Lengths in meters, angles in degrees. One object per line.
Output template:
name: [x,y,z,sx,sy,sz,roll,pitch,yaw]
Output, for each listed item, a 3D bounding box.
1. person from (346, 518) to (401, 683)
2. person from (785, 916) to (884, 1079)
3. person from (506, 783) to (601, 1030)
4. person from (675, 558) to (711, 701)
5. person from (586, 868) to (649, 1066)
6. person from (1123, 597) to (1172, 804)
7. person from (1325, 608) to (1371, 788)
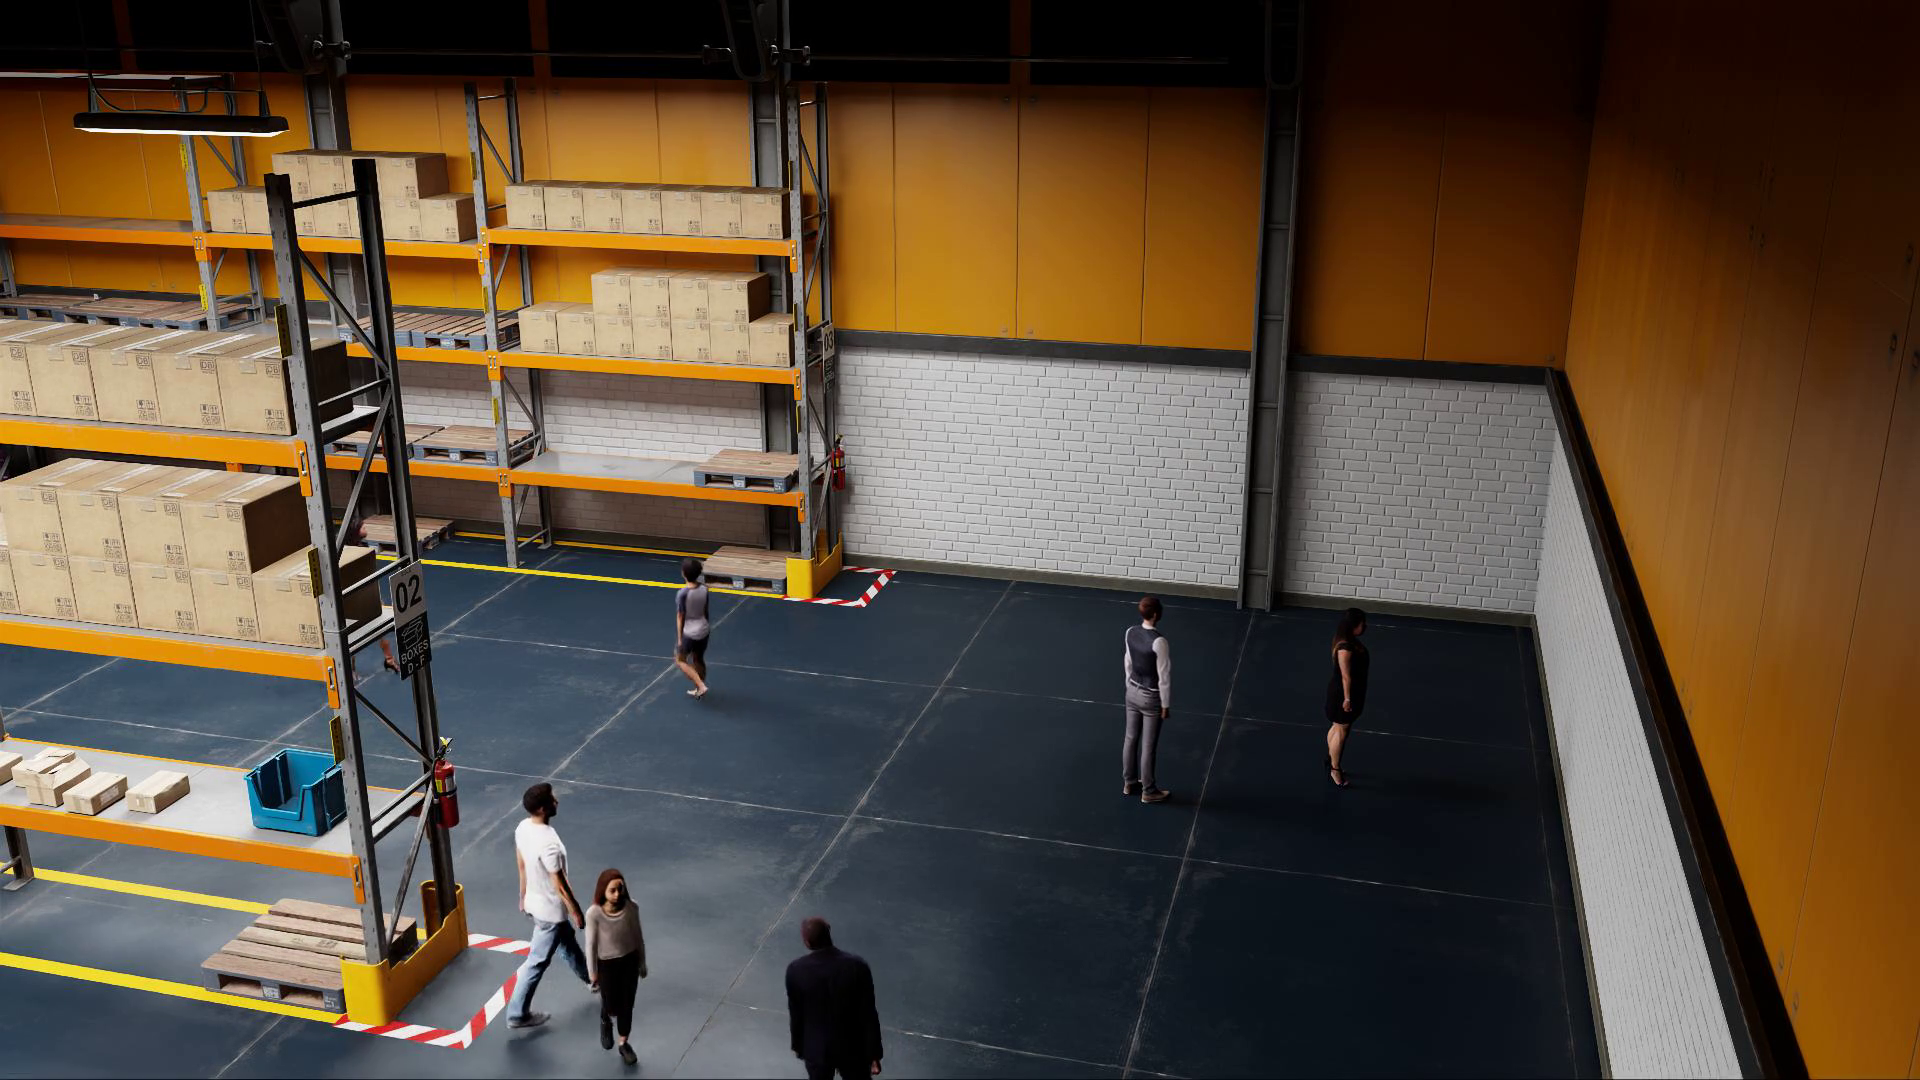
person: [-6.338,0.664,17.517,0.994,1.791,0.898,-7,20,-21]
person: [-0.730,3.153,10.134,0.625,1.786,0.966,6,20,17]
person: [-2.978,2.618,11.688,1.219,1.808,1.201,-12,22,-32]
person: [-2.698,0.947,17.055,0.770,1.549,0.708,16,24,39]
person: [-2.383,2.881,11.425,0.711,1.478,0.772,-12,22,-31]
person: [1.682,1.415,15.058,0.804,1.938,0.712,-14,23,-36]
person: [3.551,1.429,15.363,0.624,1.717,0.687,3,19,8]
